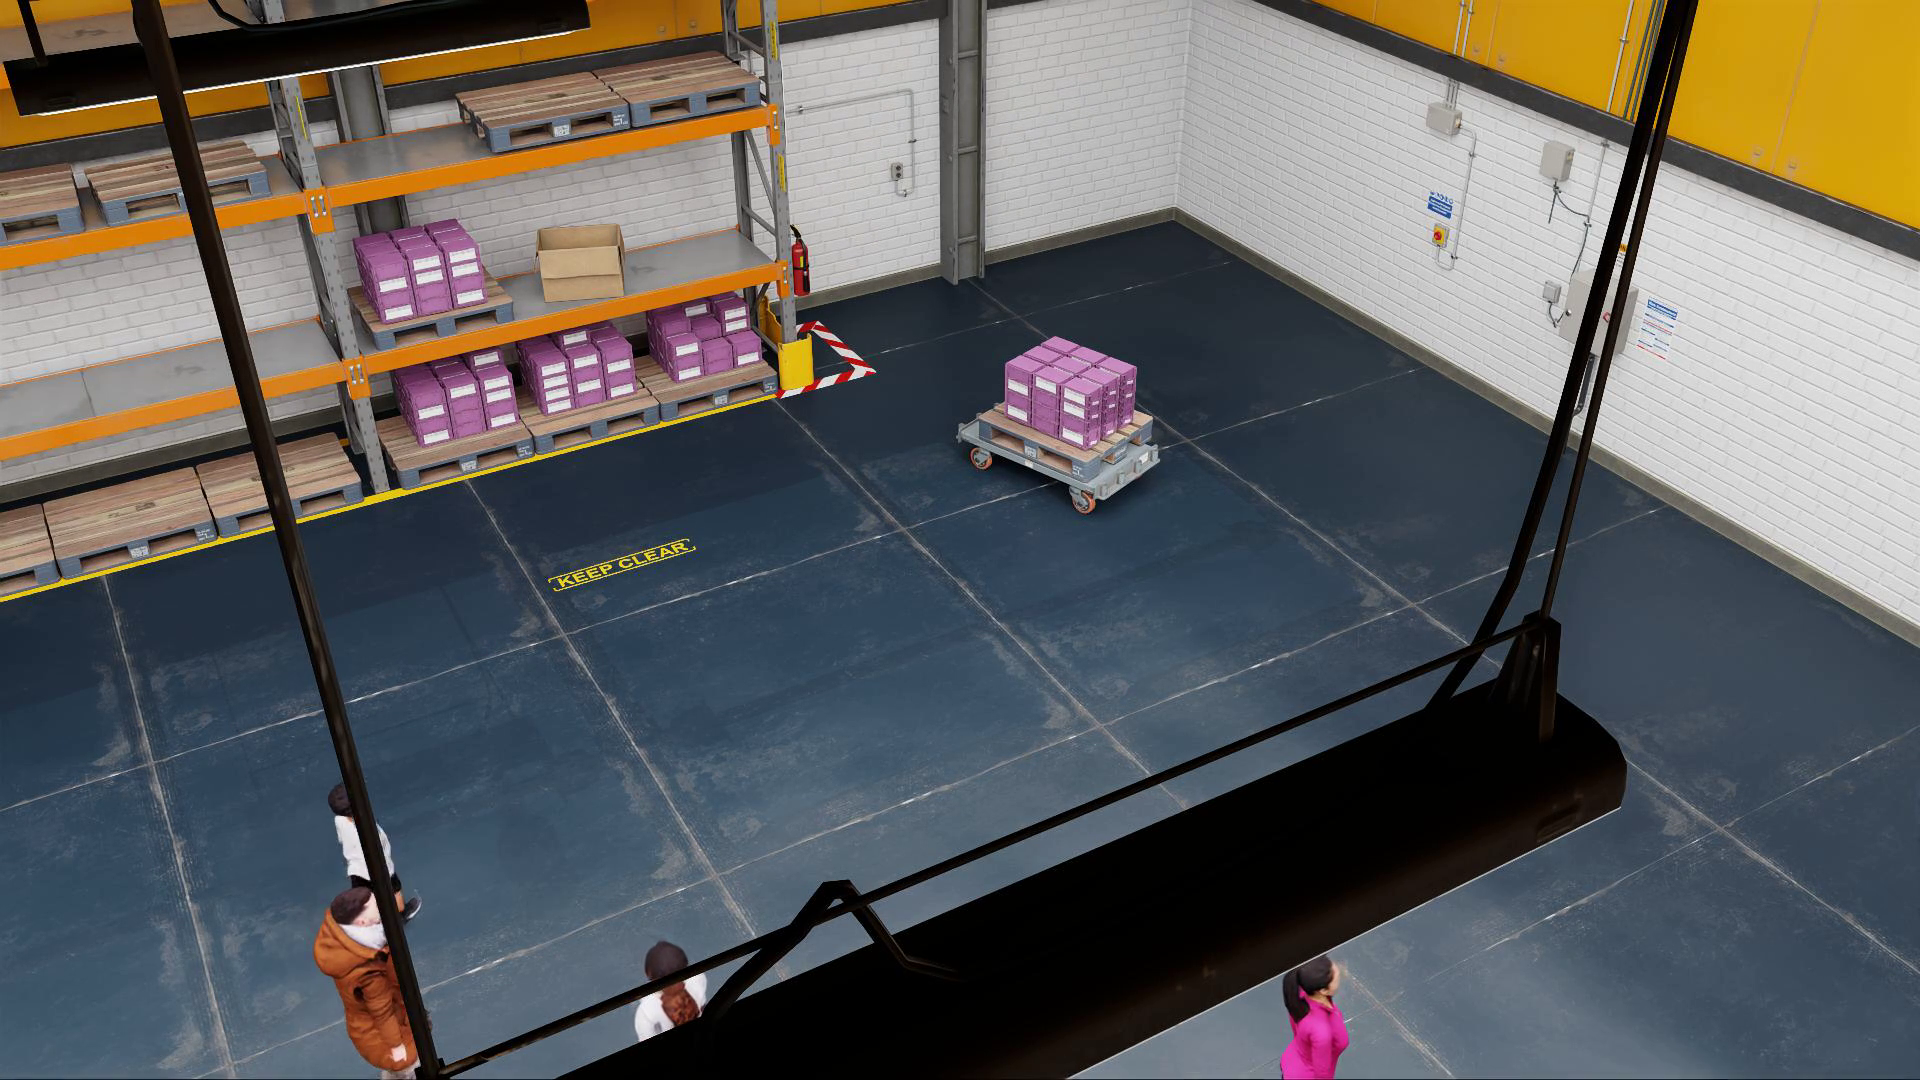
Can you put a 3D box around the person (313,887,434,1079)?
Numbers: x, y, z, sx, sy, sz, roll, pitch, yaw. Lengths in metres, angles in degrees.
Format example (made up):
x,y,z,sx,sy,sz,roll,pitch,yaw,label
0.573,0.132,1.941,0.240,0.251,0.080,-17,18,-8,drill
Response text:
x,y,z,sx,sy,sz,roll,pitch,yaw,label
-3.004,2.503,8.614,0.749,1.835,0.766,-24,41,-32,person

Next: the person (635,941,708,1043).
x,y,z,sx,sy,sz,roll,pitch,yaw,label
-1.414,2.671,8.466,0.713,1.719,0.573,25,41,33,person

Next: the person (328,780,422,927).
x,y,z,sx,sy,sz,roll,pitch,yaw,label
-3.585,1.966,9.956,0.781,1.244,0.909,14,36,20,person

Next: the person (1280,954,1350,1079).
x,y,z,sx,sy,sz,roll,pitch,yaw,label
1.737,2.715,8.420,0.691,1.696,0.669,-4,34,-6,person
